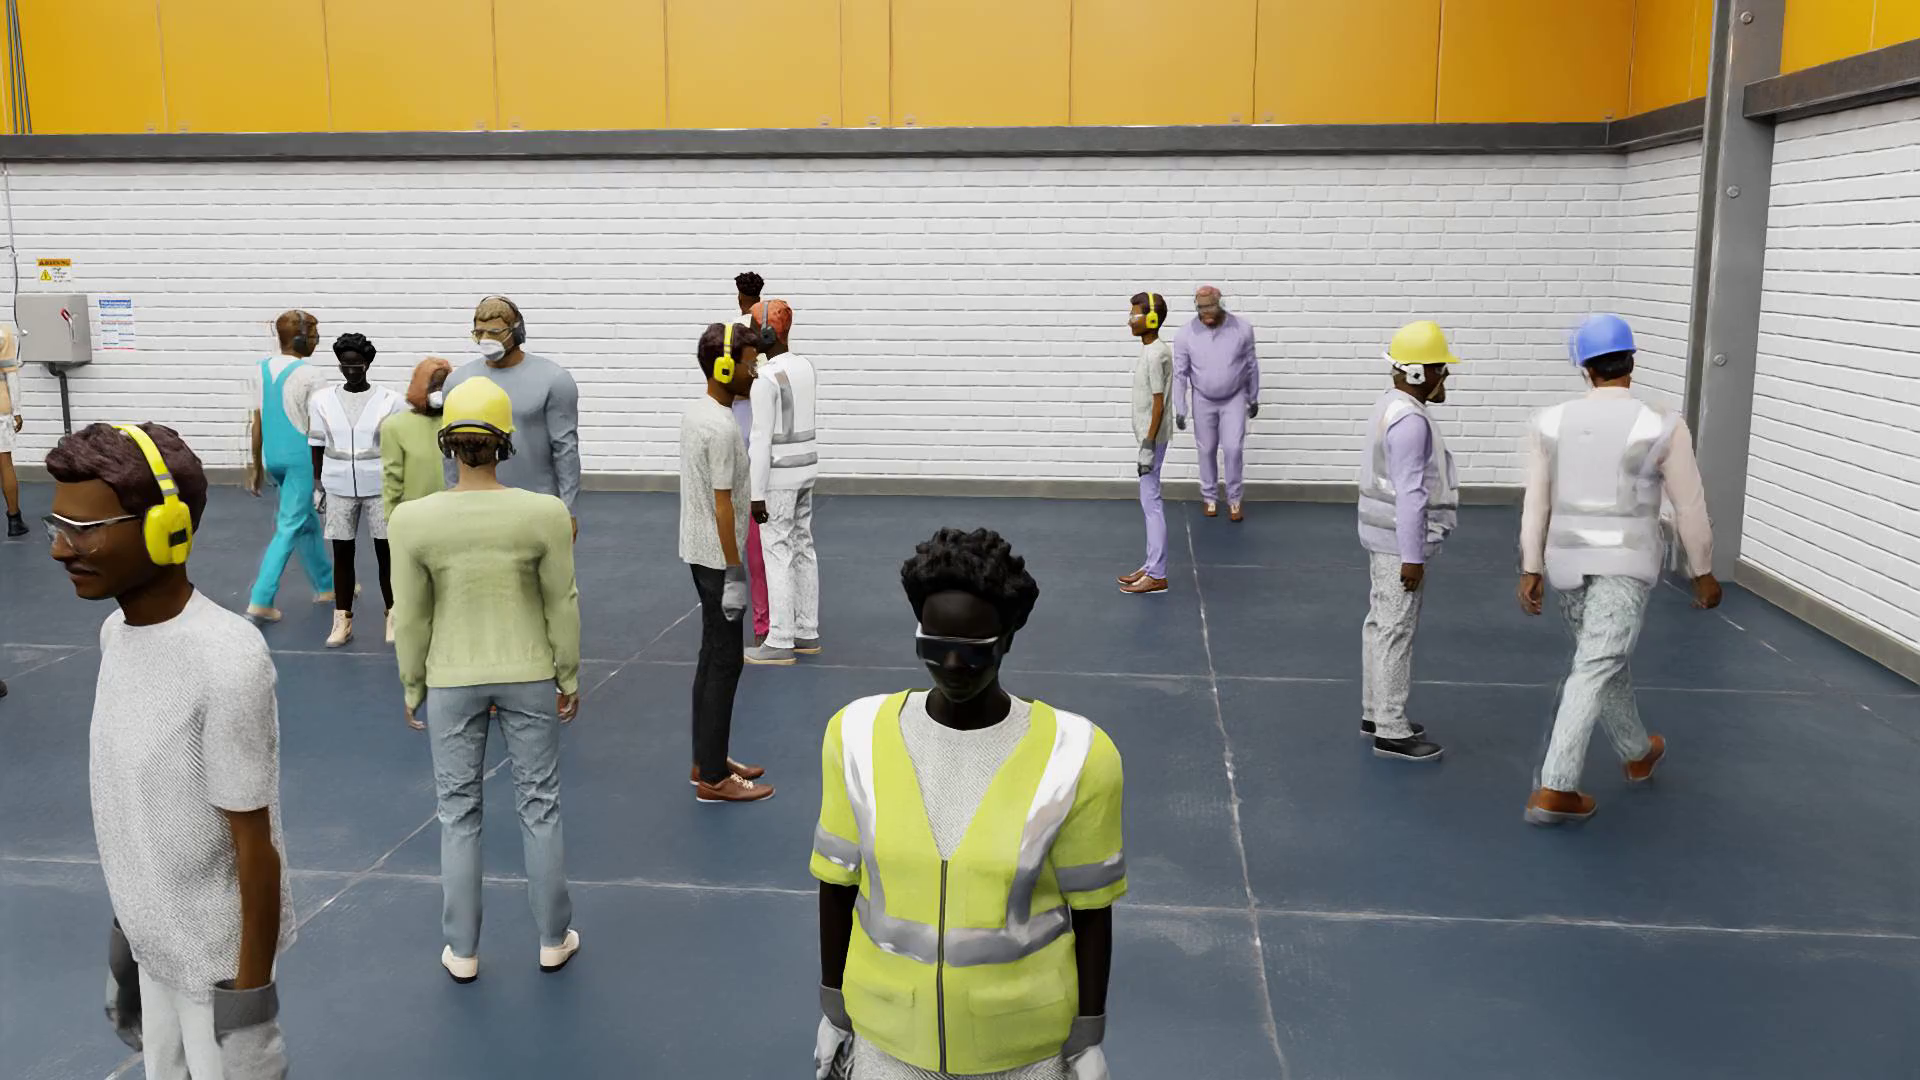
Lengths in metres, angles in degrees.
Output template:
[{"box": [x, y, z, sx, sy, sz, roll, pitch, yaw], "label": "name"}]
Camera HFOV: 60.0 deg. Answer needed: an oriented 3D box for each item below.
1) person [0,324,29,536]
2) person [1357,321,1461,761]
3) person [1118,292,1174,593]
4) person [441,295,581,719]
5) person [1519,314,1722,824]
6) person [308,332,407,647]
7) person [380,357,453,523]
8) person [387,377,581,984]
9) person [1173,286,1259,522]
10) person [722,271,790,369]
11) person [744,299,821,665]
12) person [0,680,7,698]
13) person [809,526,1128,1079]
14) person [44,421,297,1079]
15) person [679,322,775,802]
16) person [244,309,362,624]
[{"box": [-7.228, -0.968, 12.278, 0.543, 1.928, 0.370, -5, 11, -27], "label": "person"}, {"box": [1.885, -0.003, 7.024, 0.404, 1.833, 0.591, 1, 10, 6], "label": "person"}, {"box": [1.163, -0.601, 10.349, 0.325, 1.869, 0.521, 1, 10, 5], "label": "person"}, {"box": [-2.026, -0.137, 7.532, 0.635, 1.929, 0.382, 1, 10, 5], "label": "person"}, {"box": [2.485, 0.100, 6.317, 1.002, 1.880, 0.640, -8, 13, -40], "label": "person"}, {"box": [-3.211, -0.266, 8.925, 0.533, 1.695, 0.319, -1, 10, -8], "label": "person"}, {"box": [-2.547, -0.084, 8.116, 0.506, 1.615, 0.358, -4, 11, -22], "label": "person"}, {"box": [-1.366, 0.412, 4.841, 0.522, 1.768, 0.312, -3, 10, -14], "label": "person"}, {"box": [2.014, -1.071, 13.106, 0.674, 1.848, 0.690, 2, 10, 10], "label": "person"}, {"box": [-1.563, -1.039, 12.571, 0.601, 1.967, 0.369, -5, 11, -24], "label": "person"}, {"box": [-0.920, -0.294, 8.567, 0.358, 1.880, 0.575, 4, 11, 22], "label": "person"}, {"box": [-4.770, -0.170, 7.677, 0.543, 1.939, 0.370, -4, 11, -20], "label": "person"}, {"box": [0.004, 0.809, 2.759, 0.531, 1.698, 0.320, 2, 10, 12], "label": "person"}, {"box": [-1.286, 0.726, 2.784, 0.512, 1.862, 0.322, 9, 13, 42], "label": "person"}, {"box": [-0.910, 0.095, 6.422, 0.333, 1.853, 0.528, -4, 11, -19], "label": "person"}, {"box": [-3.861, -0.430, 9.617, 0.525, 1.795, 0.963, 4, 11, 23], "label": "person"}]
